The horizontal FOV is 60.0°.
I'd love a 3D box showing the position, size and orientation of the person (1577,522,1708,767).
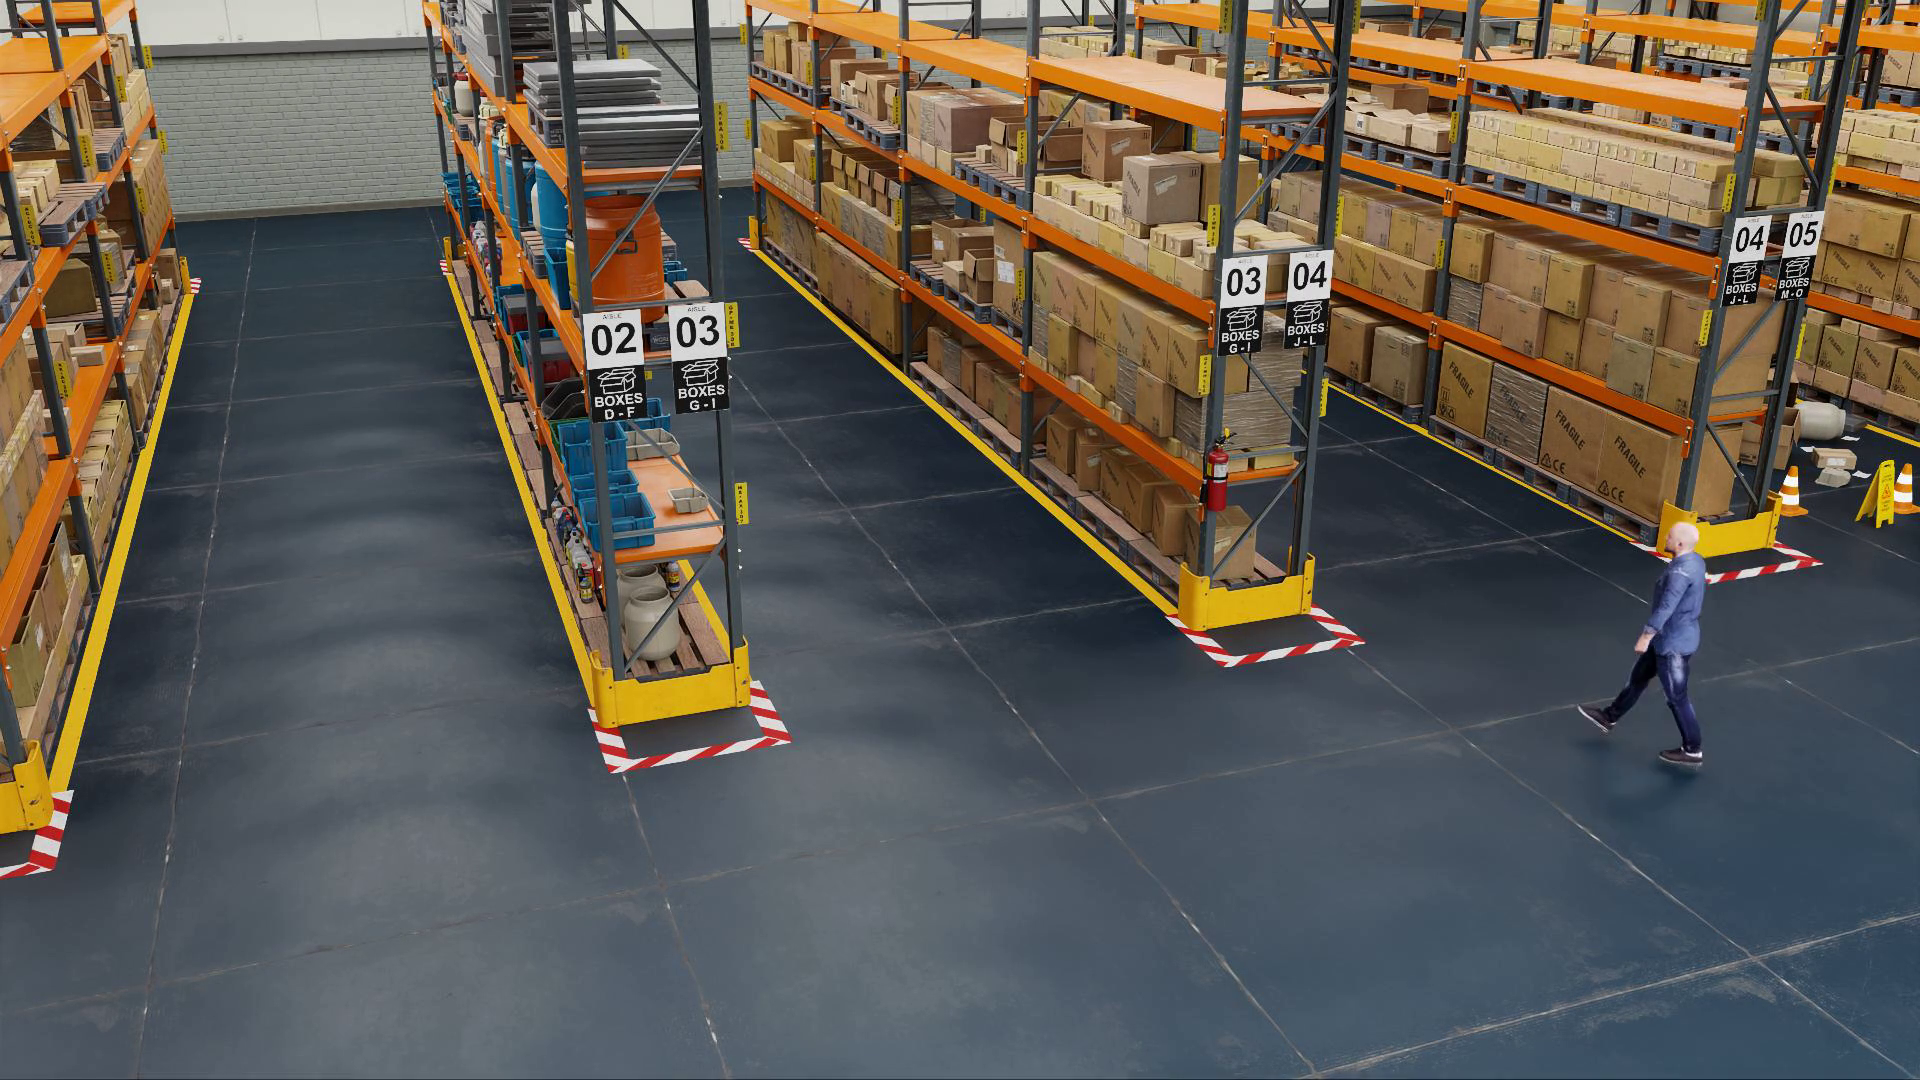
[{"bbox_3d":[5.138,0.774,11.807,1.274,1.777,1.169,13,26,29],"label":"person"}]
